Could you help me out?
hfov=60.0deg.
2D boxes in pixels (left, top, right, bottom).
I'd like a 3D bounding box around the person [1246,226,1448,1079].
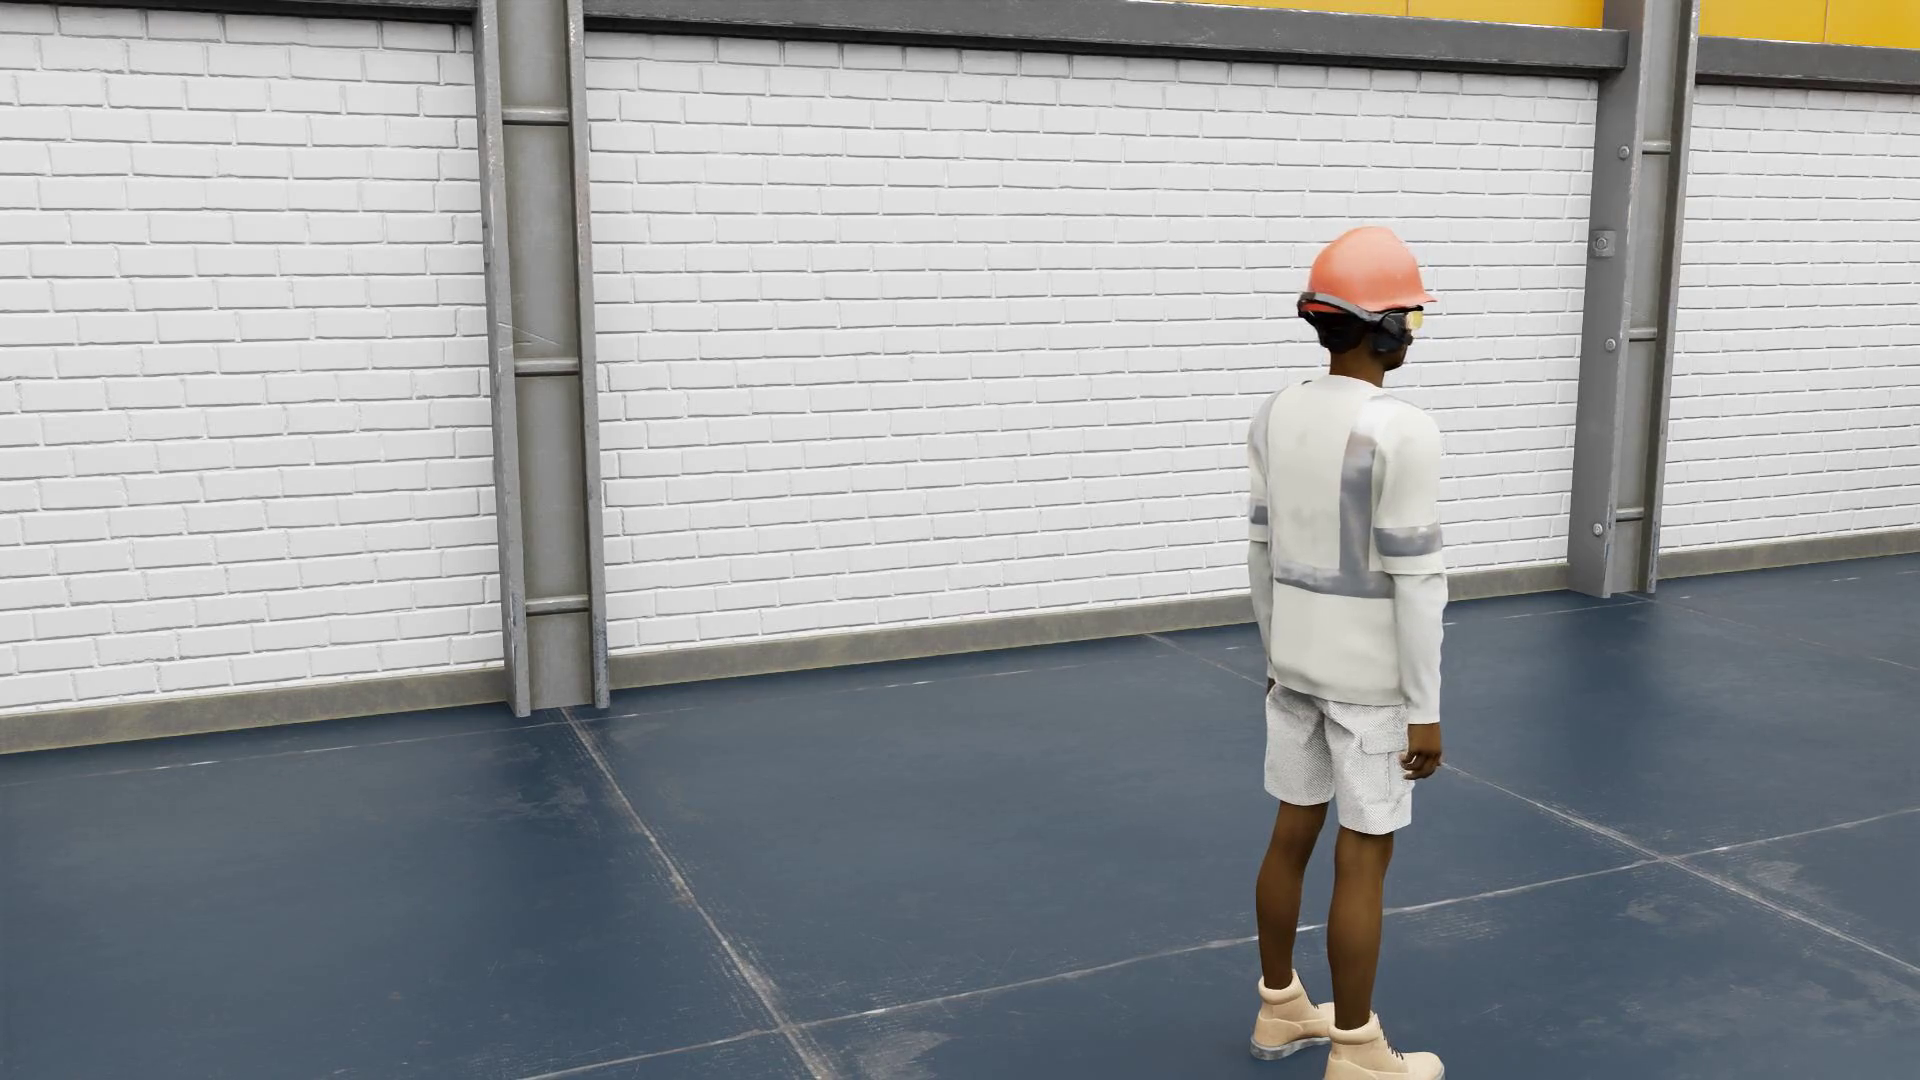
[{"bbox_3d":[0.920,0.301,3.923,0.369,2.048,0.608,-5,12,-28],"label":"person"}]
